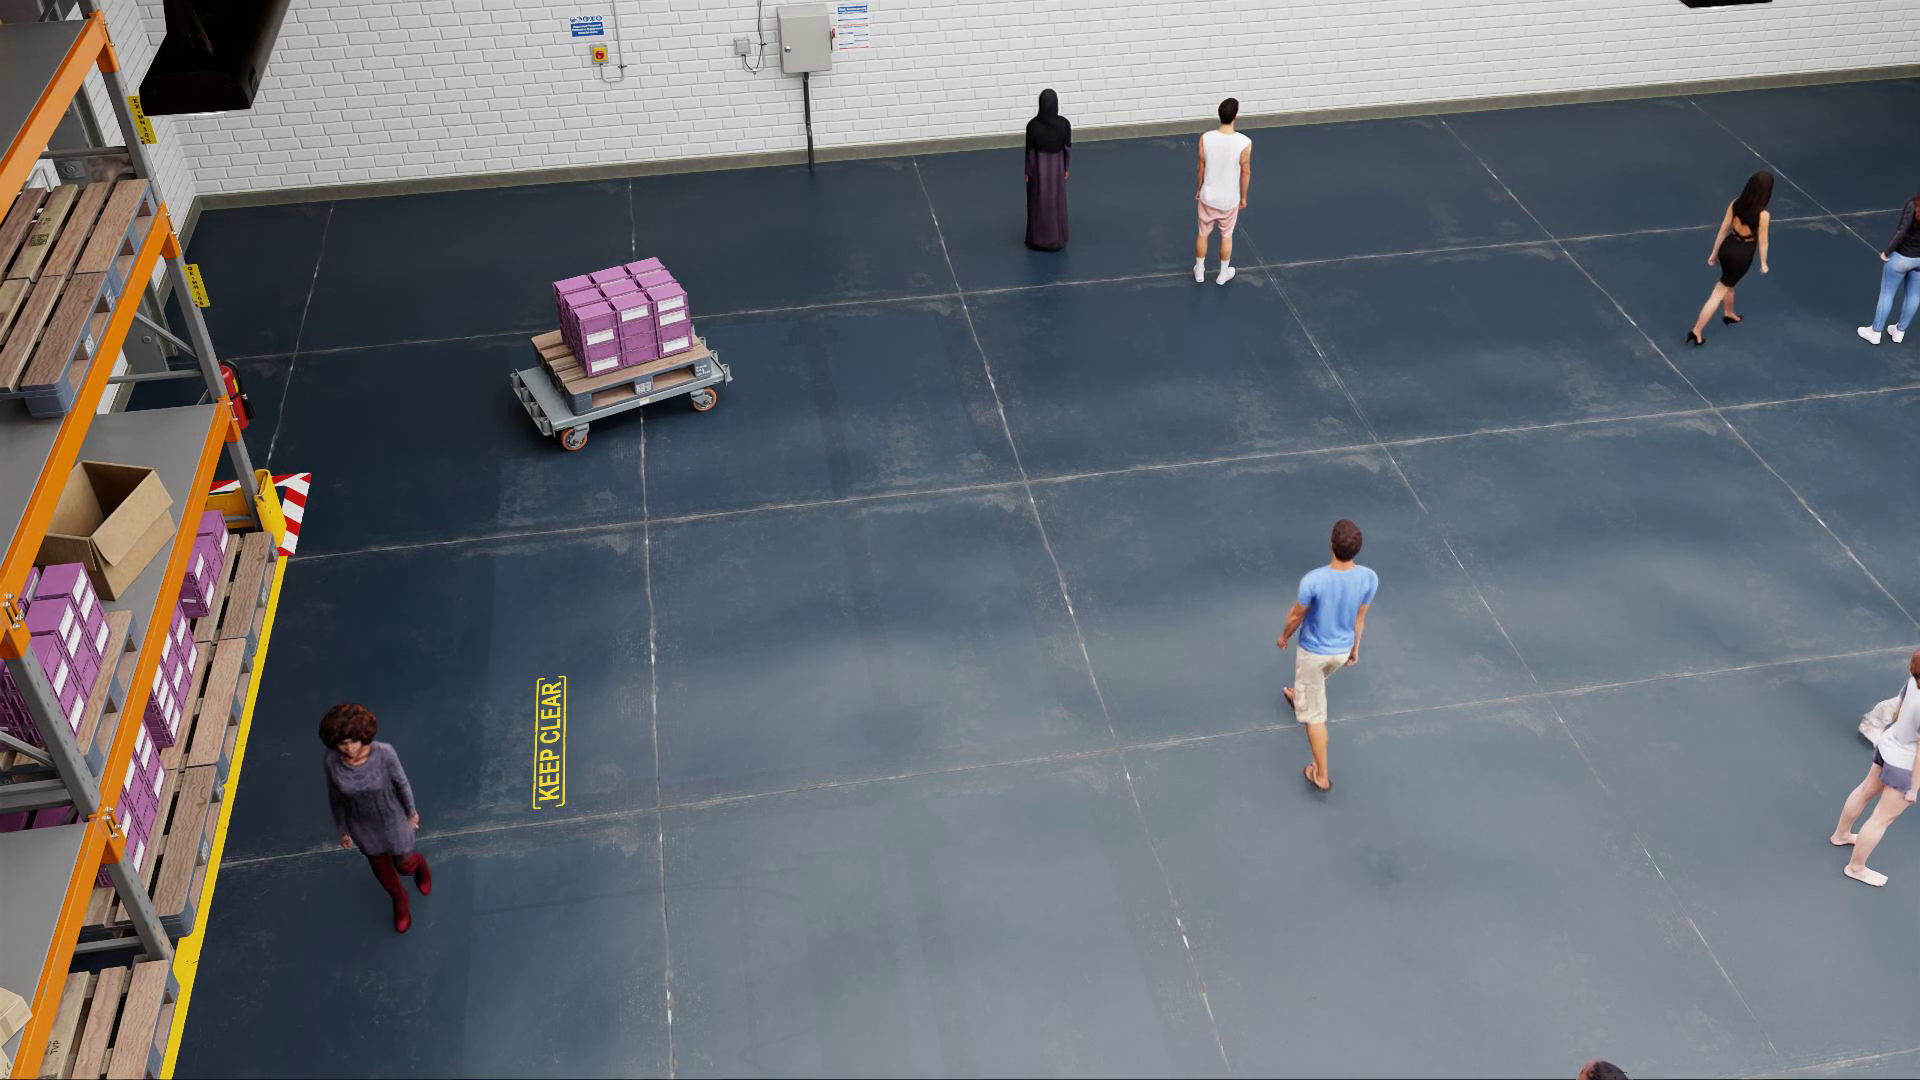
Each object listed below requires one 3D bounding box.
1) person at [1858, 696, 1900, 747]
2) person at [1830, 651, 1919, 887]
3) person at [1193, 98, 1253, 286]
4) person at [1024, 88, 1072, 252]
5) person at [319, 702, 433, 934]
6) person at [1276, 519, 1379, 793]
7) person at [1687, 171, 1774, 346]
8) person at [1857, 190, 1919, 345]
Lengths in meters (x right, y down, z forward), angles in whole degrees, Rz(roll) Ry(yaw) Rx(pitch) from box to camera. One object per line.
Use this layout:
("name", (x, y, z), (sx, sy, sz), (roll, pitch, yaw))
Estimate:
("person", (6.177, 0.787, 10.382), (0.890, 1.649, 1.158), (-21, 43, -24))
("person", (5.486, 1.265, 9.688), (0.701, 1.769, 0.600), (4, 39, 5))
("person", (2.378, -3.177, 15.234), (0.726, 1.789, 0.729), (11, 40, 13))
("person", (0.824, -3.523, 15.808), (0.625, 1.614, 0.609), (-2, 39, -3))
("person", (-3.292, 1.522, 9.420), (0.600, 1.701, 0.674), (-4, 39, -5))
("person", (2.282, 0.739, 10.304), (0.679, 1.822, 1.211), (-8, 39, -10))
("person", (6.626, -2.381, 14.374), (0.763, 1.618, 0.926), (-15, 41, -17))
("person", (8.278, -2.469, 14.473), (0.666, 1.632, 0.590), (-2, 39, -3))
